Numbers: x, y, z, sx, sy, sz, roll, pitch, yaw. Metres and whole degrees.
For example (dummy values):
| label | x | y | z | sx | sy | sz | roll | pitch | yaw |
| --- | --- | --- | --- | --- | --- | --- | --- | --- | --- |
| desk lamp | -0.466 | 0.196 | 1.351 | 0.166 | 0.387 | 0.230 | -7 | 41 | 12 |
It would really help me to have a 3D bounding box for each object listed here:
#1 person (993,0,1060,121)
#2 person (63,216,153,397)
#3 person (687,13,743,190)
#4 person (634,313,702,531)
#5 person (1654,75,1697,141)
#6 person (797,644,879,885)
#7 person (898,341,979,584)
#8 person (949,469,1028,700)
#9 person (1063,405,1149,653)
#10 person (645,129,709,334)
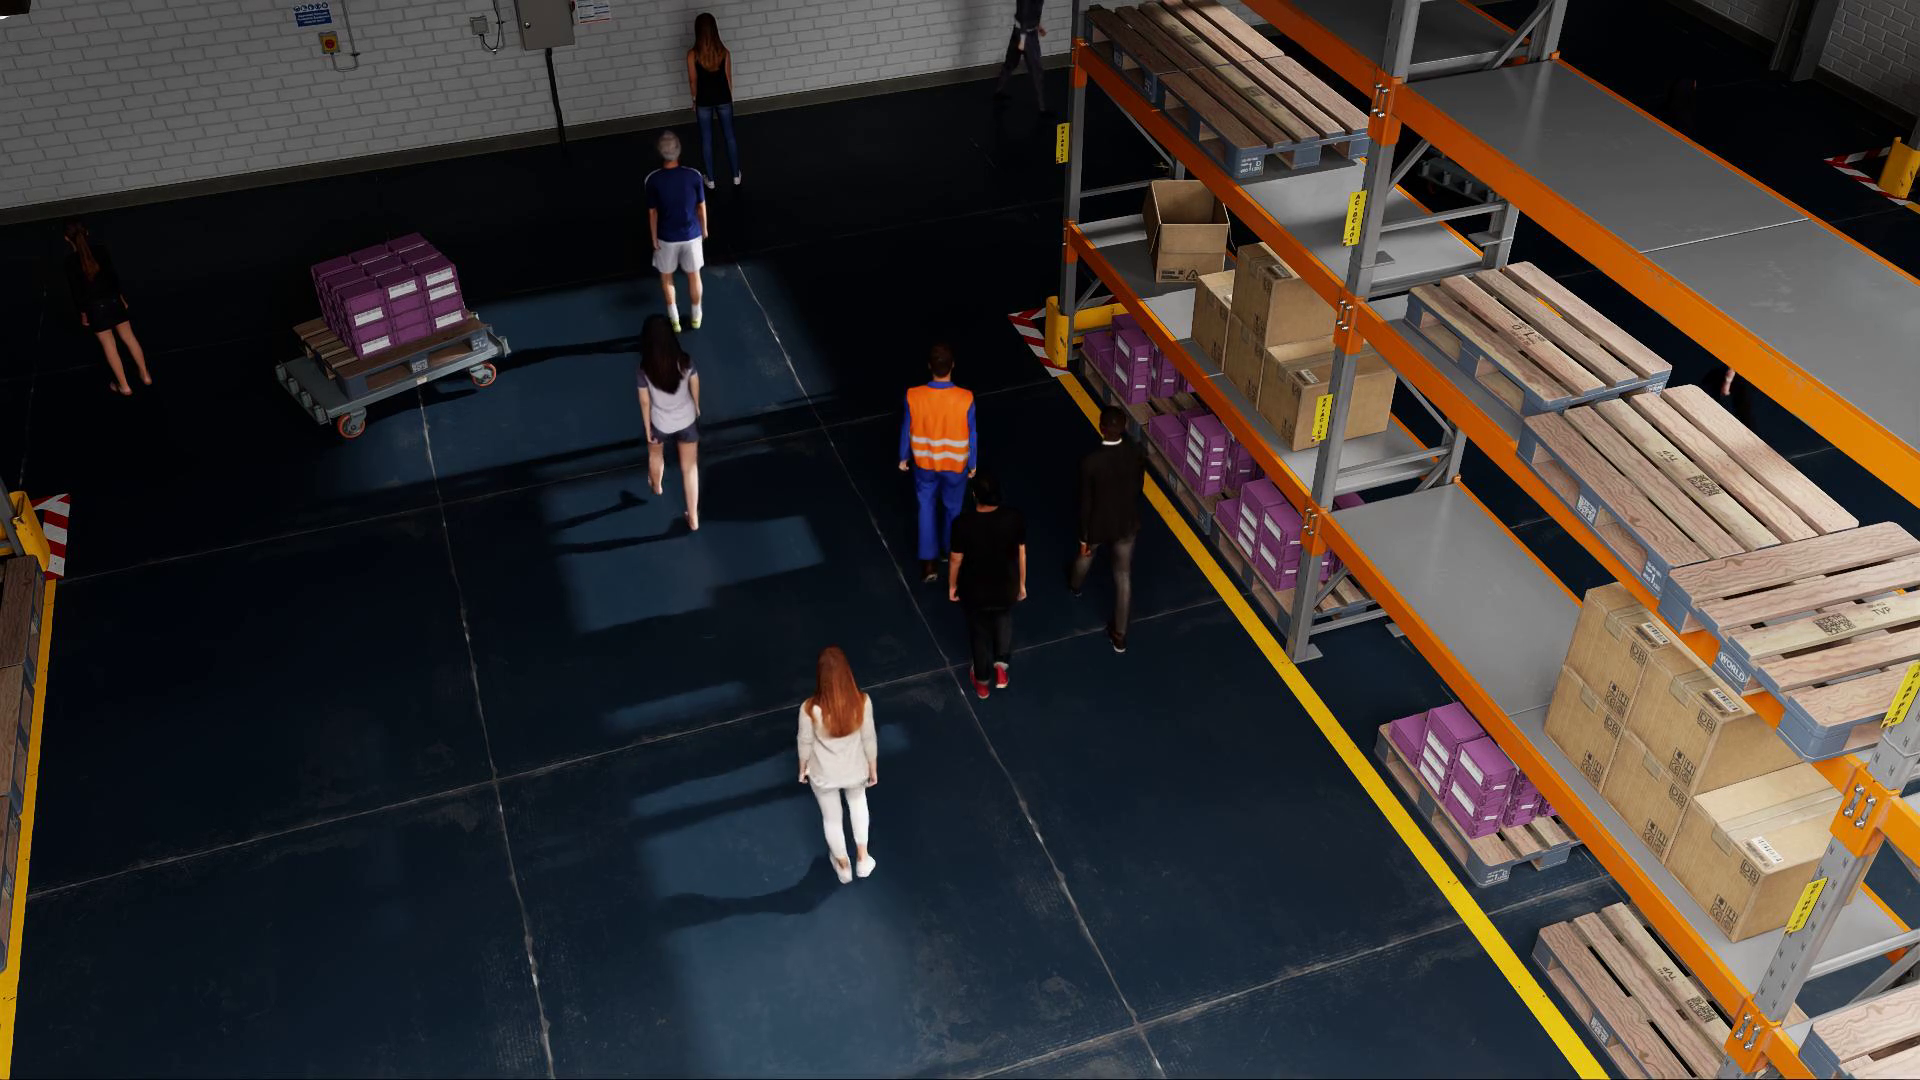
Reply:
| label | x | y | z | sx | sy | sz | roll | pitch | yaw |
| --- | --- | --- | --- | --- | --- | --- | --- | --- | --- |
| person | 0.644 | -5.303 | 17.451 | 1.017 | 1.730 | 1.051 | 0 | 39 | 0 |
| person | -6.864 | -1.888 | 13.315 | 0.677 | 1.555 | 0.637 | 28 | 46 | 30 |
| person | -2.398 | -4.263 | 16.156 | 0.596 | 1.721 | 0.509 | -11 | 40 | -14 |
| person | -2.026 | -0.794 | 11.846 | 0.599 | 1.680 | 0.922 | -12 | 40 | -14 |
| person | 6.487 | -3.507 | 15.296 | 0.640 | 1.614 | 0.508 | -13 | 40 | -16 |
| person | -0.655 | 1.328 | 9.178 | 0.591 | 1.694 | 0.613 | -11 | 40 | -13 |
| person | -0.152 | -0.483 | 11.321 | 0.972 | 1.848 | 1.130 | 4 | 39 | 5 |
| person | 0.199 | 0.337 | 10.377 | 0.688 | 1.746 | 0.684 | -6 | 39 | -8 |
| person | 1.019 | -0.031 | 10.826 | 0.725 | 1.761 | 1.122 | -9 | 39 | -11 |
| person | -2.344 | -2.531 | 13.899 | 0.698 | 1.832 | 0.767 | -8 | 39 | -10 |
